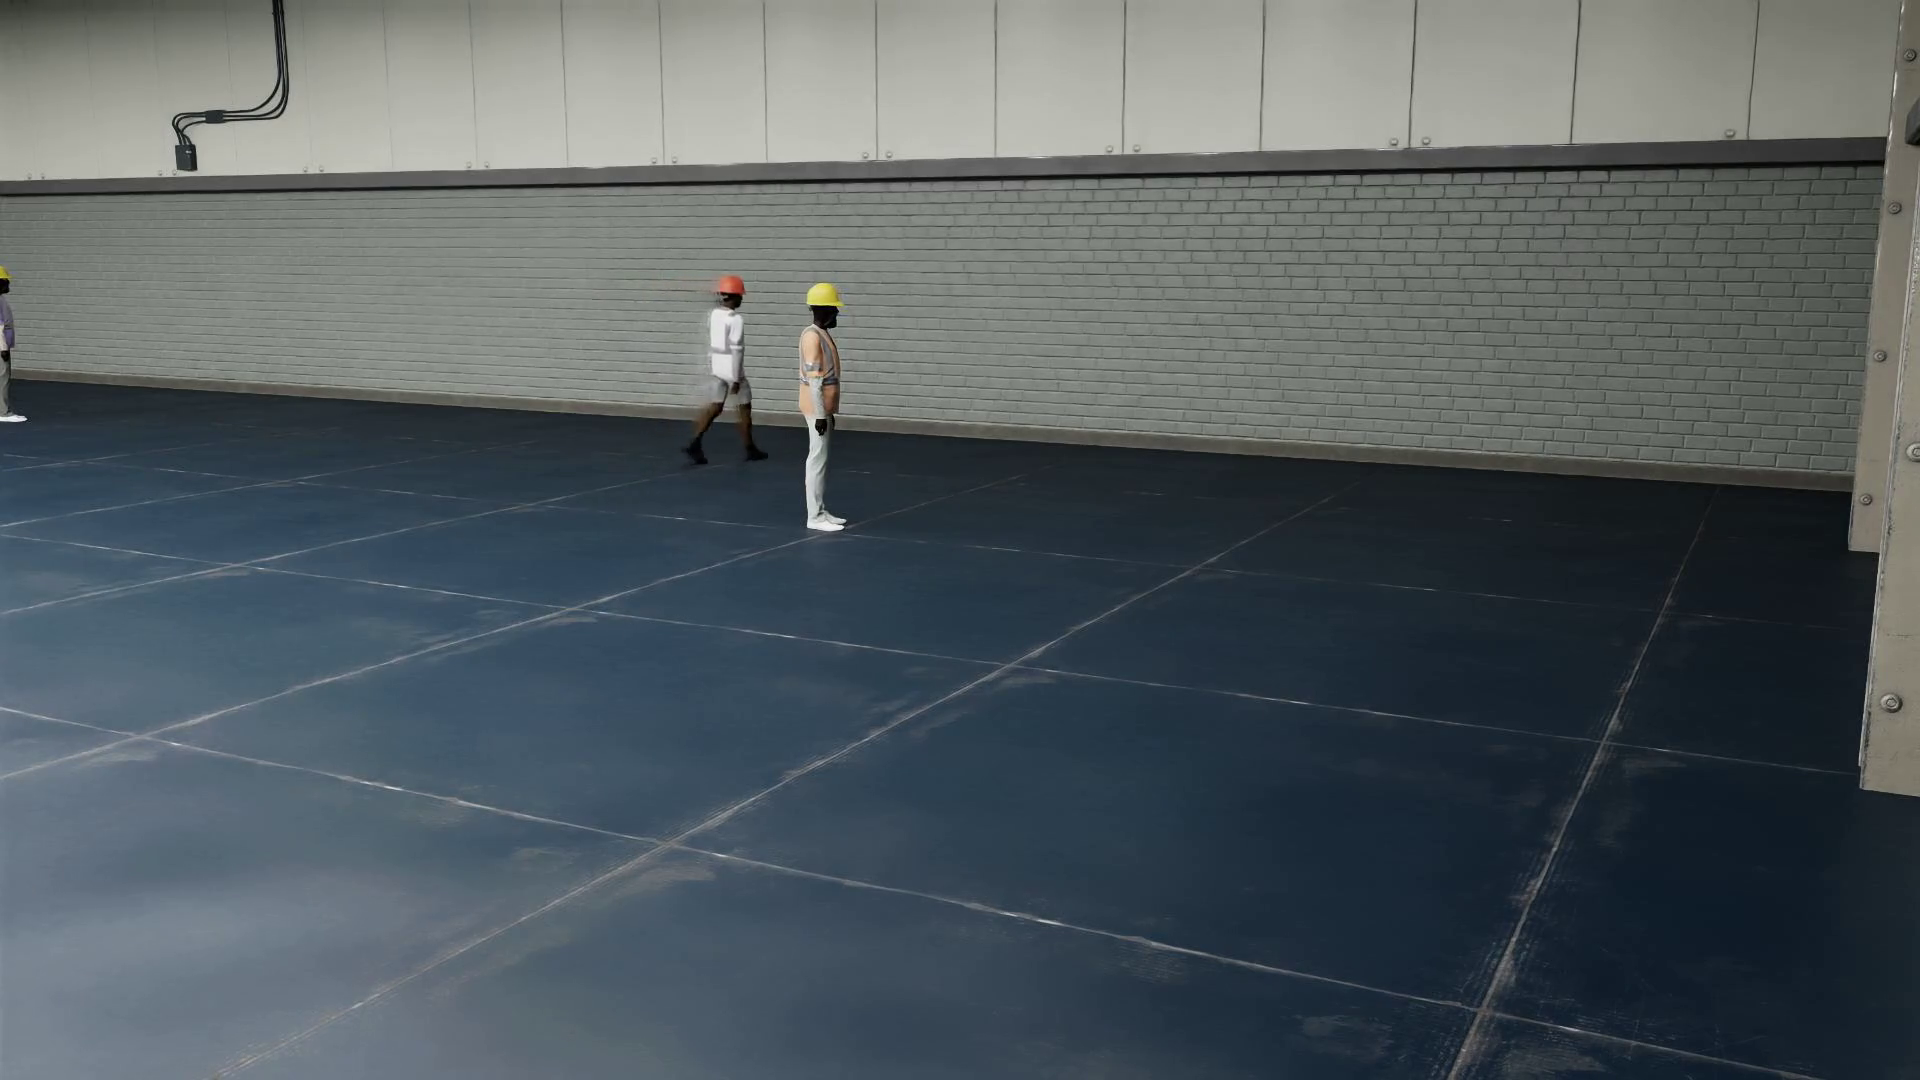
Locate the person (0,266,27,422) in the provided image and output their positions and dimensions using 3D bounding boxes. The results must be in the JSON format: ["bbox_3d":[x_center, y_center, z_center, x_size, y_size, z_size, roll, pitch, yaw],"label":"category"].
[{"bbox_3d":[-11.811,-2.417,20.526,0.364,1.930,0.588,-6,12,-31],"label":"person"}]

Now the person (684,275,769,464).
[{"bbox_3d":[-2.379,-1.708,16.759,0.560,1.907,0.909,10,14,43],"label":"person"}]

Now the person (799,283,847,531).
[{"bbox_3d":[-1.072,-1.036,13.005,0.363,1.927,0.587,0,10,0],"label":"person"}]
